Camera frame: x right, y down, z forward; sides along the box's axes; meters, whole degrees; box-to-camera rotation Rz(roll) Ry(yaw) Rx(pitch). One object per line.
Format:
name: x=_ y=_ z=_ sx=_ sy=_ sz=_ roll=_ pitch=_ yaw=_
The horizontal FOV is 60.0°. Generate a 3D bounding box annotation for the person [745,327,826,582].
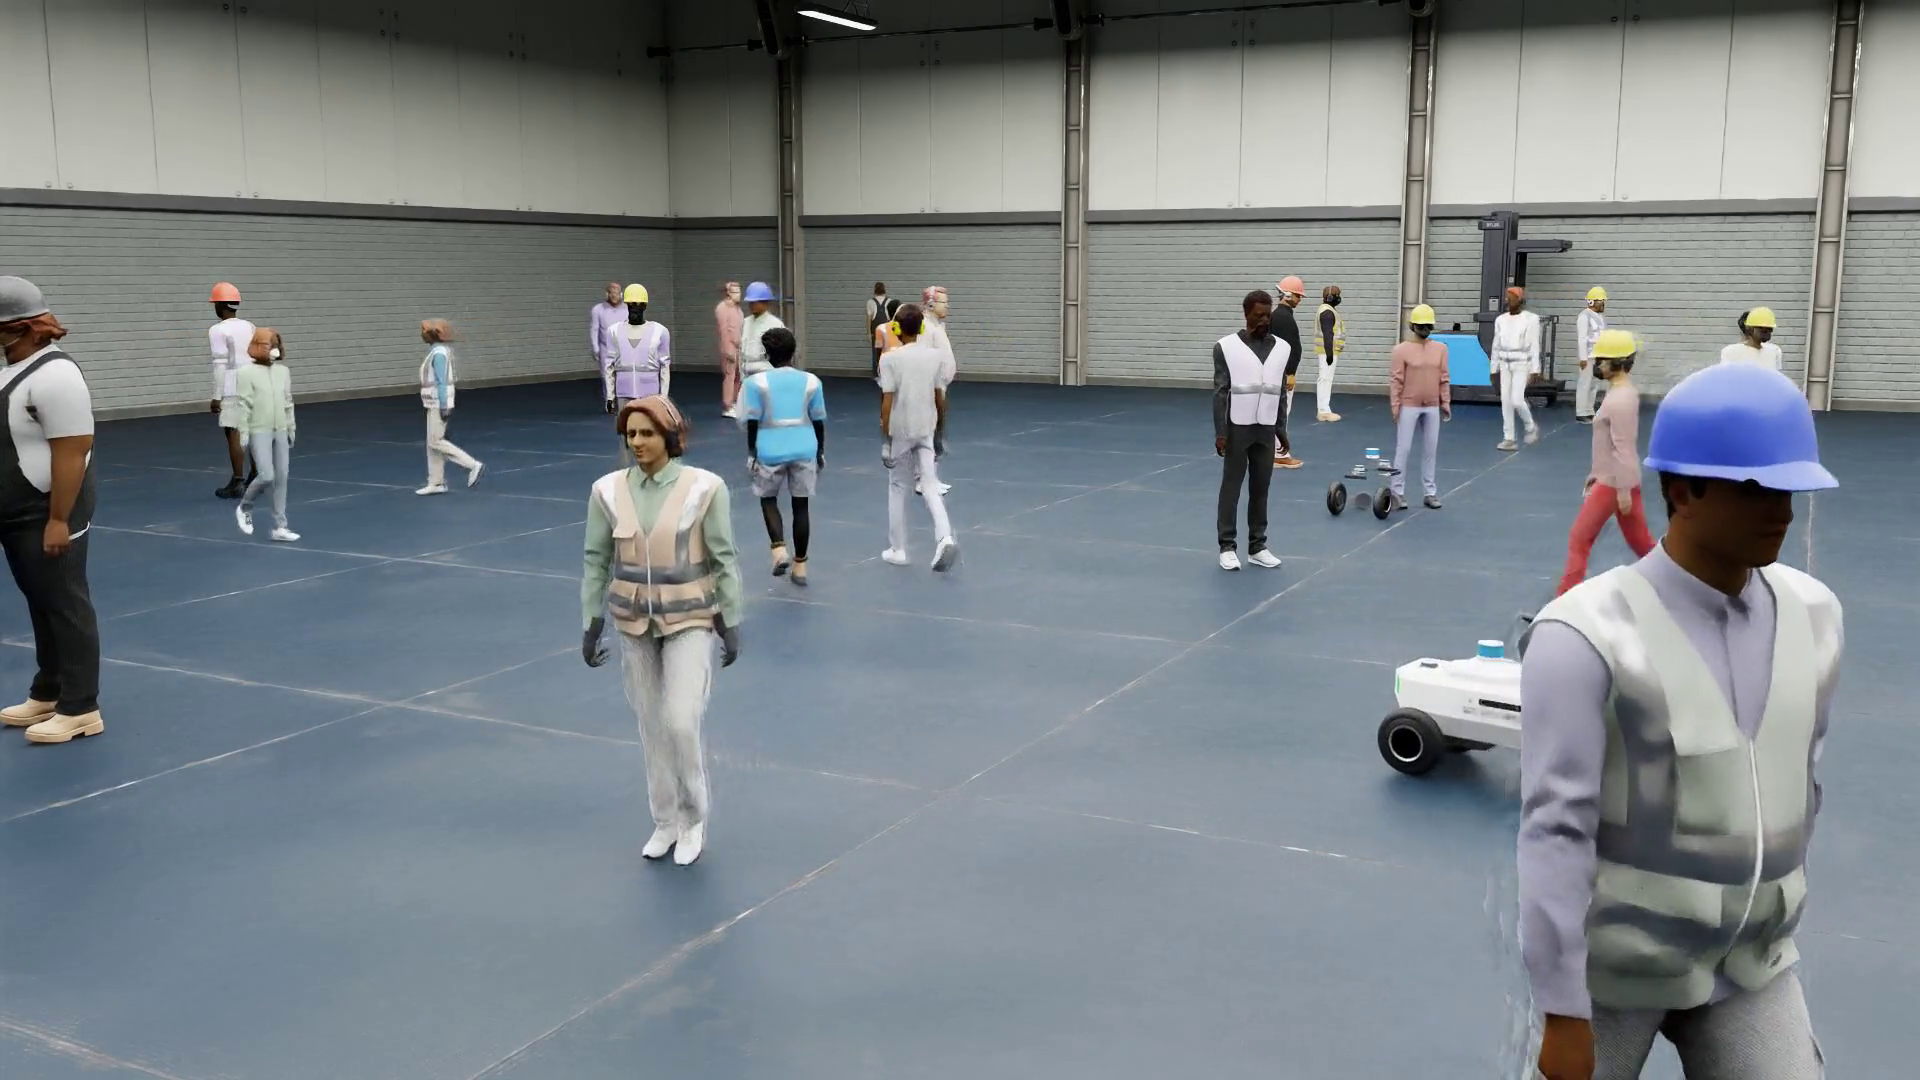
person: x=-1.143 y=-0.559 z=10.958 sx=0.559 sy=1.678 sz=0.376 roll=-3 pitch=10 yaw=-17

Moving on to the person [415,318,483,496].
person: x=-4.727 y=-1.223 z=15.242 sx=0.526 sy=1.626 sz=0.518 roll=-3 pitch=10 yaw=-20

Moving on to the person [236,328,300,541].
person: x=-5.278 y=-0.800 z=12.626 sx=0.411 sy=1.620 sz=0.522 roll=4 pitch=10 yaw=24

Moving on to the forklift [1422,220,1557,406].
forklift: x=8.245 y=-3.527 z=25.720 sx=1.873 sy=2.768 sz=1.129 roll=5 pitch=10 yaw=27

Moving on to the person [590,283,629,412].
person: x=-4.936 y=-2.720 z=23.718 sx=0.638 sy=1.877 sz=0.832 roll=-2 pitch=9 yaw=-12

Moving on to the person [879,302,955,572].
person: x=-0.298 y=-0.711 z=11.437 sx=0.523 sy=1.844 sz=0.880 roll=-4 pitch=10 yaw=-23

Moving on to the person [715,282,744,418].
person: x=-3.160 y=-2.646 z=23.205 sx=0.434 sy=1.888 sz=0.647 roll=3 pitch=10 yaw=20

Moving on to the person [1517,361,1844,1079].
person: x=1.187 y=0.682 z=2.617 sx=0.647 sy=1.899 sz=0.991 roll=-3 pitch=10 yaw=-16

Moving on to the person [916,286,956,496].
person: x=-0.240 y=-1.377 z=15.328 sx=0.403 sy=1.904 sz=0.651 roll=1 pitch=9 yaw=5

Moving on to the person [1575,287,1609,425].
person: x=8.502 y=-2.478 z=22.339 sx=0.602 sy=1.830 sz=0.404 roll=-9 pitch=13 yaw=-44

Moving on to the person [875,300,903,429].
person: x=-0.822 y=-2.230 z=21.320 sx=0.544 sy=1.673 sz=0.722 roll=0 pitch=9 yaw=-3

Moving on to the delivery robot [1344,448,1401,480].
delivery robot: x=3.503 y=-0.662 z=14.116 sx=0.335 sy=0.223 sz=0.698 roll=7 pitch=12 yaw=38

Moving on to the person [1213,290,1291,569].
person: x=2.016 y=-0.768 z=11.534 sx=0.593 sy=1.919 sz=0.391 roll=-4 pitch=10 yaw=-22

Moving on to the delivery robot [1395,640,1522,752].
delivery robot: x=2.161 y=0.653 z=6.802 sx=0.707 sy=0.478 sz=0.477 roll=8 pitch=12 yaw=40

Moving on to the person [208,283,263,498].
person: x=-6.621 y=-1.363 z=15.141 sx=0.356 sy=1.938 sz=0.543 roll=3 pitch=10 yaw=15

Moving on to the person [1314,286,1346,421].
person: x=5.085 y=-2.570 z=22.880 sx=0.429 sy=1.843 sz=0.633 roll=1 pitch=9 yaw=9

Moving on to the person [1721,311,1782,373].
person: x=7.078 y=-1.211 z=14.944 sx=0.530 sy=1.696 sz=0.322 roll=2 pitch=9 yaw=9

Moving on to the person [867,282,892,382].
person: x=-1.460 y=-3.842 z=30.717 sx=0.514 sy=1.845 sz=0.330 roll=-1 pitch=9 yaw=-8

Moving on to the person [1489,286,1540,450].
person: x=6.366 y=-1.965 z=19.047 sx=0.466 sy=1.871 sz=0.611 roll=-6 pitch=11 yaw=-35

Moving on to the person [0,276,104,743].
person: x=-4.090 y=-0.123 z=7.307 sx=0.536 sy=2.000 sz=0.672 roll=-8 pitch=12 yaw=-41

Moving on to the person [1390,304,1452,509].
person: x=3.980 y=-1.150 z=14.382 sx=0.528 sy=1.762 sz=0.330 roll=-2 pitch=9 yaw=-11

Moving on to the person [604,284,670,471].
person: x=-2.896 y=-1.329 z=14.954 sx=0.587 sy=1.930 sz=0.355 roll=0 pitch=9 yaw=-1

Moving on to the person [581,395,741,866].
person: x=-1.042 y=0.320 z=5.705 sx=0.550 sy=1.621 sz=0.476 roll=2 pitch=9 yaw=13

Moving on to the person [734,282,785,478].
person: x=-1.975 y=-1.572 z=16.429 sx=0.636 sy=1.935 sz=0.425 roll=8 pitch=12 yaw=41

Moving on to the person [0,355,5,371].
person: x=-9.656 y=-1.534 z=16.285 sx=0.924 sy=1.912 sz=0.622 roll=4 pitch=10 yaw=24

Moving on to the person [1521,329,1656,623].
person: x=3.775 y=-0.338 z=9.477 sx=0.925 sy=1.723 sz=0.520 roll=5 pitch=10 yaw=27

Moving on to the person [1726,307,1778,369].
person: x=6.541 y=-1.072 z=13.903 sx=0.539 sy=1.748 sz=0.599 roll=-3 pitch=10 yaw=-19

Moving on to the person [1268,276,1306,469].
person: x=3.411 y=-1.761 z=17.449 sx=0.393 sy=1.985 sz=0.611 roll=0 pitch=9 yaw=-3
